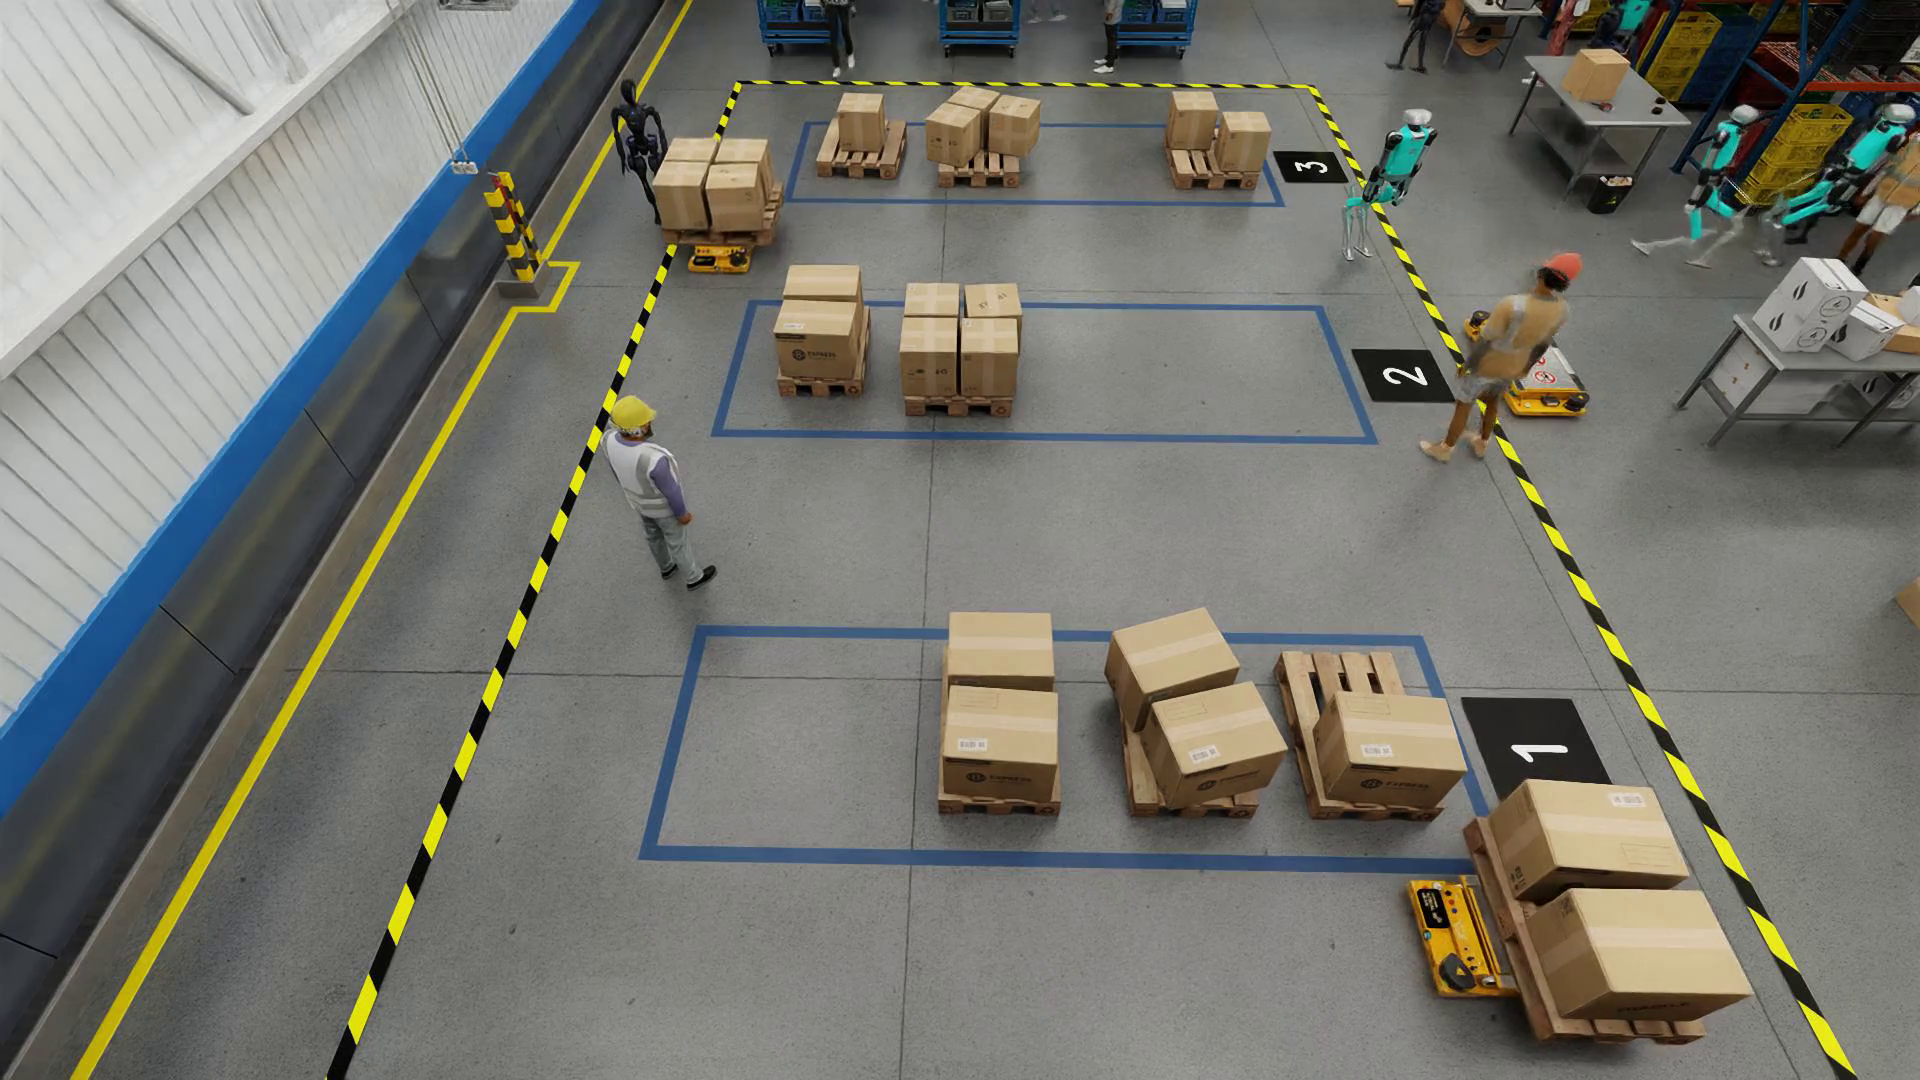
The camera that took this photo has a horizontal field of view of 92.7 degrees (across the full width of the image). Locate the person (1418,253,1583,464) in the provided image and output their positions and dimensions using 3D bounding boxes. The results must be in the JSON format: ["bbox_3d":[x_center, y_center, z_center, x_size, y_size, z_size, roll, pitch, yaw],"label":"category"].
[{"bbox_3d":[4.528,-1.448,7.661,0.659,2.003,0.407,-7,50,-6],"label":"person"}]

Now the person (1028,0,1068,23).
[{"bbox_3d":[1.426,-9.144,14.489,0.774,1.702,0.501,-16,51,-14],"label":"person"}]

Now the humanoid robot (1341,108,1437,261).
[{"bbox_3d":[4.471,-3.849,9.805,0.533,1.677,0.735,-11,50,-9],"label":"humanoid robot"}]

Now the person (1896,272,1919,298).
[{"bbox_3d":[10.374,-3.175,9.249,0.331,1.836,0.506,-30,55,-23],"label":"person"}]

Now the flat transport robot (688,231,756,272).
[{"bbox_3d":[-2.687,-3.584,10.617,0.652,0.197,1.431,1,49,1],"label":"flat transport robot"}]

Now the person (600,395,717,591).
[{"bbox_3d":[-2.238,-0.319,6.778,0.589,1.827,0.404,26,54,20],"label":"person"}]

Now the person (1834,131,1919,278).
[{"bbox_3d":[9.694,-3.556,9.518,0.410,1.922,0.554,-18,52,-15],"label":"person"}]

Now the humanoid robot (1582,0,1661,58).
[{"bbox_3d":[8.723,-6.683,12.370,0.552,1.829,0.668,5,49,4],"label":"humanoid robot"}]

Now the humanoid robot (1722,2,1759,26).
[{"bbox_3d":[11.127,-7.543,13.152,0.754,1.630,0.609,0,49,0],"label":"humanoid robot"}]

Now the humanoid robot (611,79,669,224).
[{"bbox_3d":[-3.555,-4.337,10.357,0.602,1.644,0.463,-7,49,-6],"label":"humanoid robot"}]

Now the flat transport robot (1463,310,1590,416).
[{"bbox_3d":[5.573,-1.757,9.054,0.659,0.231,1.431,1,49,1],"label":"flat transport robot"}]

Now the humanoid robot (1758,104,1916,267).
[{"bbox_3d":[9.191,-3.763,9.812,0.715,1.760,0.539,7,49,6],"label":"humanoid robot"}]

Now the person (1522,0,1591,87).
[{"bbox_3d":[8.544,-7.392,12.845,0.387,1.913,0.586,36,58,27],"label":"person"}]

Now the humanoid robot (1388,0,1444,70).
[{"bbox_3d":[6.771,-7.637,13.223,0.496,1.650,0.609,29,55,23],"label":"humanoid robot"}]

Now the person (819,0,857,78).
[{"bbox_3d":[-1.754,-7.655,13.111,0.555,1.847,0.616,6,49,6],"label":"person"}]

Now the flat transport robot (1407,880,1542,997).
[{"bbox_3d":[3.513,2.362,5.471,1.431,0.197,0.652,1,49,1],"label":"flat transport robot"}]

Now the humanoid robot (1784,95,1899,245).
[{"bbox_3d":[9.710,-4.044,10.105,0.326,1.650,0.614,0,49,0],"label":"humanoid robot"}]

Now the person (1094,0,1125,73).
[{"bbox_3d":[2.182,-7.729,13.176,0.361,1.852,0.596,7,50,6],"label":"person"}]

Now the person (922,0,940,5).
[{"bbox_3d":[-0.469,-9.804,14.964,0.526,1.866,0.329,31,56,24],"label":"person"}]

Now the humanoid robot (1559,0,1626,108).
[{"bbox_3d":[8.399,-6.393,12.138,0.587,1.638,0.420,-32,56,-24],"label":"humanoid robot"}]

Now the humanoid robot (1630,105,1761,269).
[{"bbox_3d":[8.060,-3.621,9.715,0.546,1.746,1.037,-33,57,-25],"label":"humanoid robot"}]

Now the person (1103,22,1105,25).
[{"bbox_3d":[2.587,-9.028,14.176,0.374,2.043,0.607,-28,55,-22],"label":"person"}]
